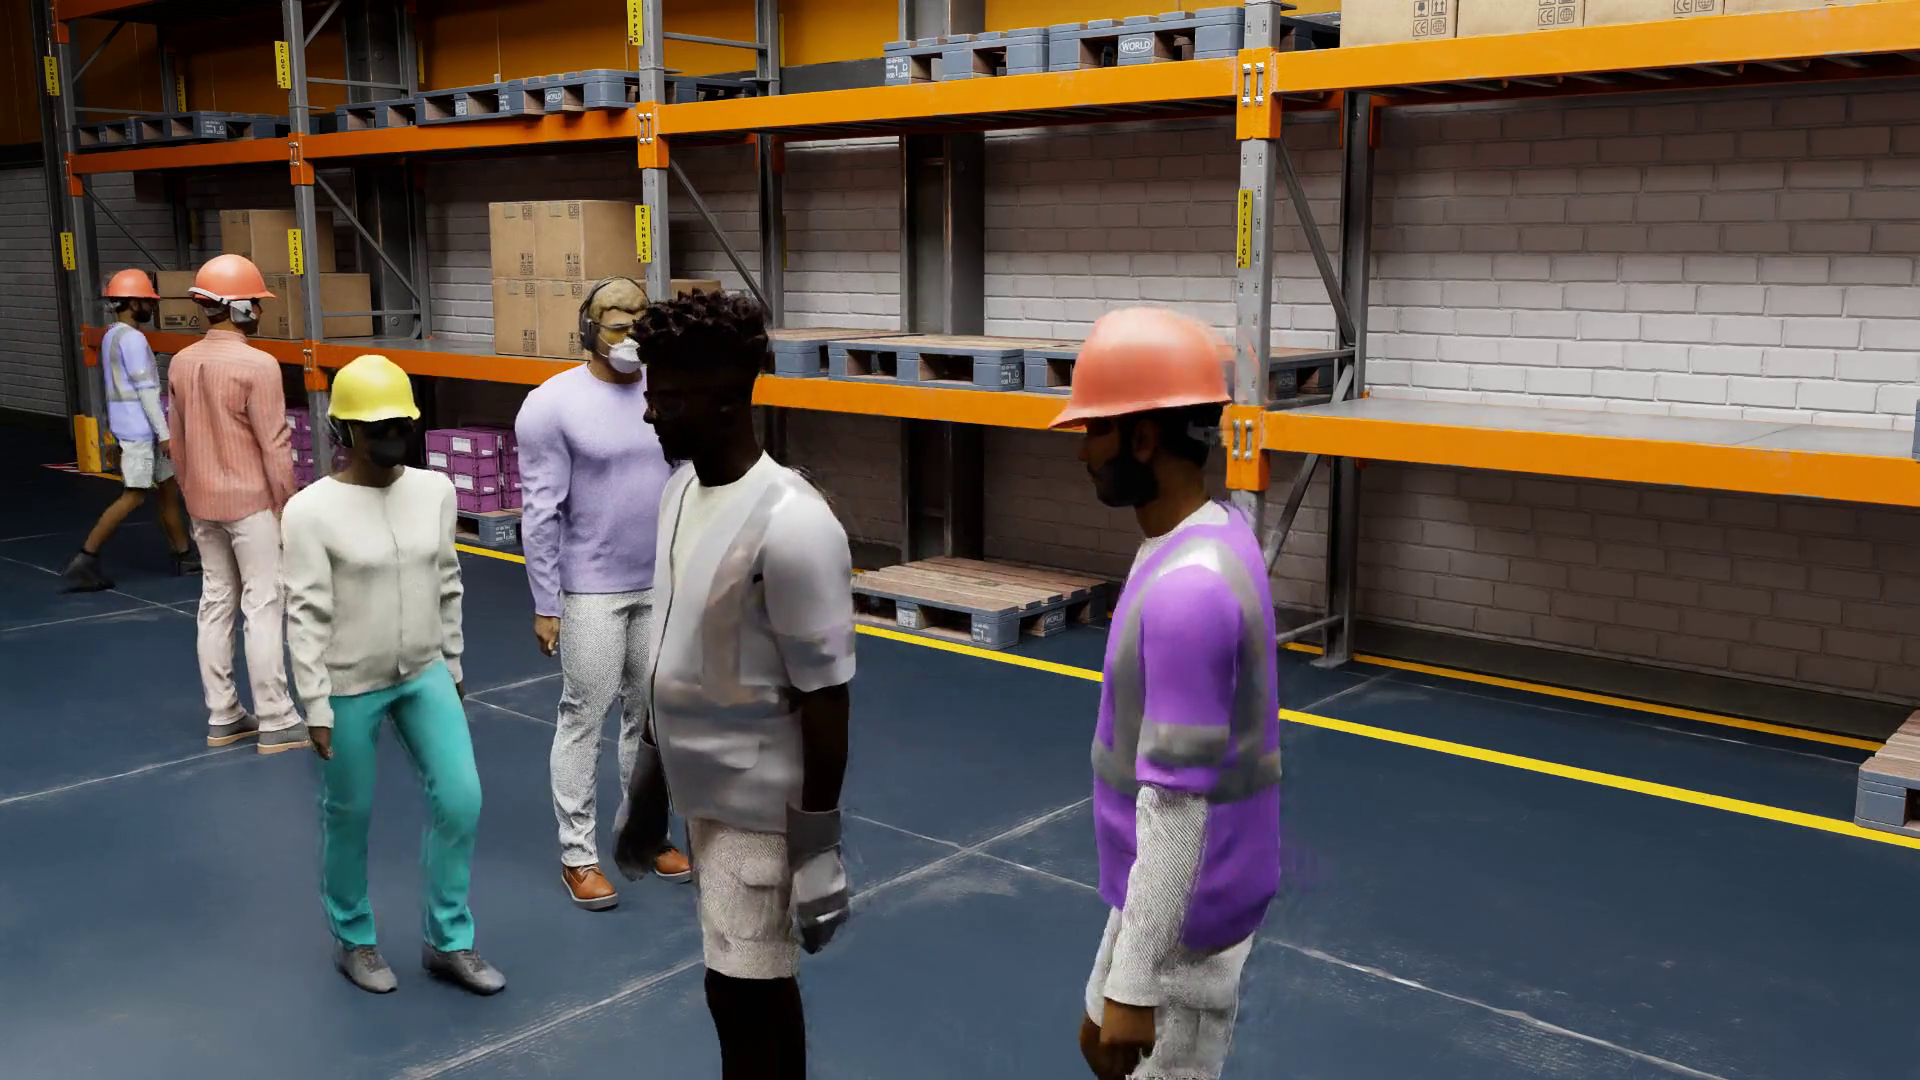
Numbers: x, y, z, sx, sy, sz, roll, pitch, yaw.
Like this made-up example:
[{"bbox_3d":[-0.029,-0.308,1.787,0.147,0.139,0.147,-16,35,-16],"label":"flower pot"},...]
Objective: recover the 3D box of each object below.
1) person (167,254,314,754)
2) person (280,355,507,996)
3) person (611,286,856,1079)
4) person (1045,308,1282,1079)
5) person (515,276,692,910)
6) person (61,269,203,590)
[{"bbox_3d":[-2.890,-0.139,6.699,0.612,1.996,0.389,5,11,28],"label":"person"},{"bbox_3d":[-1.498,0.389,4.407,0.653,1.742,0.548,8,13,39],"label":"person"},{"bbox_3d":[-0.476,0.492,3.259,0.503,1.965,0.644,-6,11,-30],"label":"person"},{"bbox_3d":[0.327,0.586,2.784,0.409,1.921,0.649,1,10,7],"label":"person"},{"bbox_3d":[-1.059,0.157,5.180,0.353,1.936,0.635,10,14,44],"label":"person"},{"bbox_3d":[-4.947,-0.663,9.951,0.916,1.907,0.557,-6,12,-32],"label":"person"}]
